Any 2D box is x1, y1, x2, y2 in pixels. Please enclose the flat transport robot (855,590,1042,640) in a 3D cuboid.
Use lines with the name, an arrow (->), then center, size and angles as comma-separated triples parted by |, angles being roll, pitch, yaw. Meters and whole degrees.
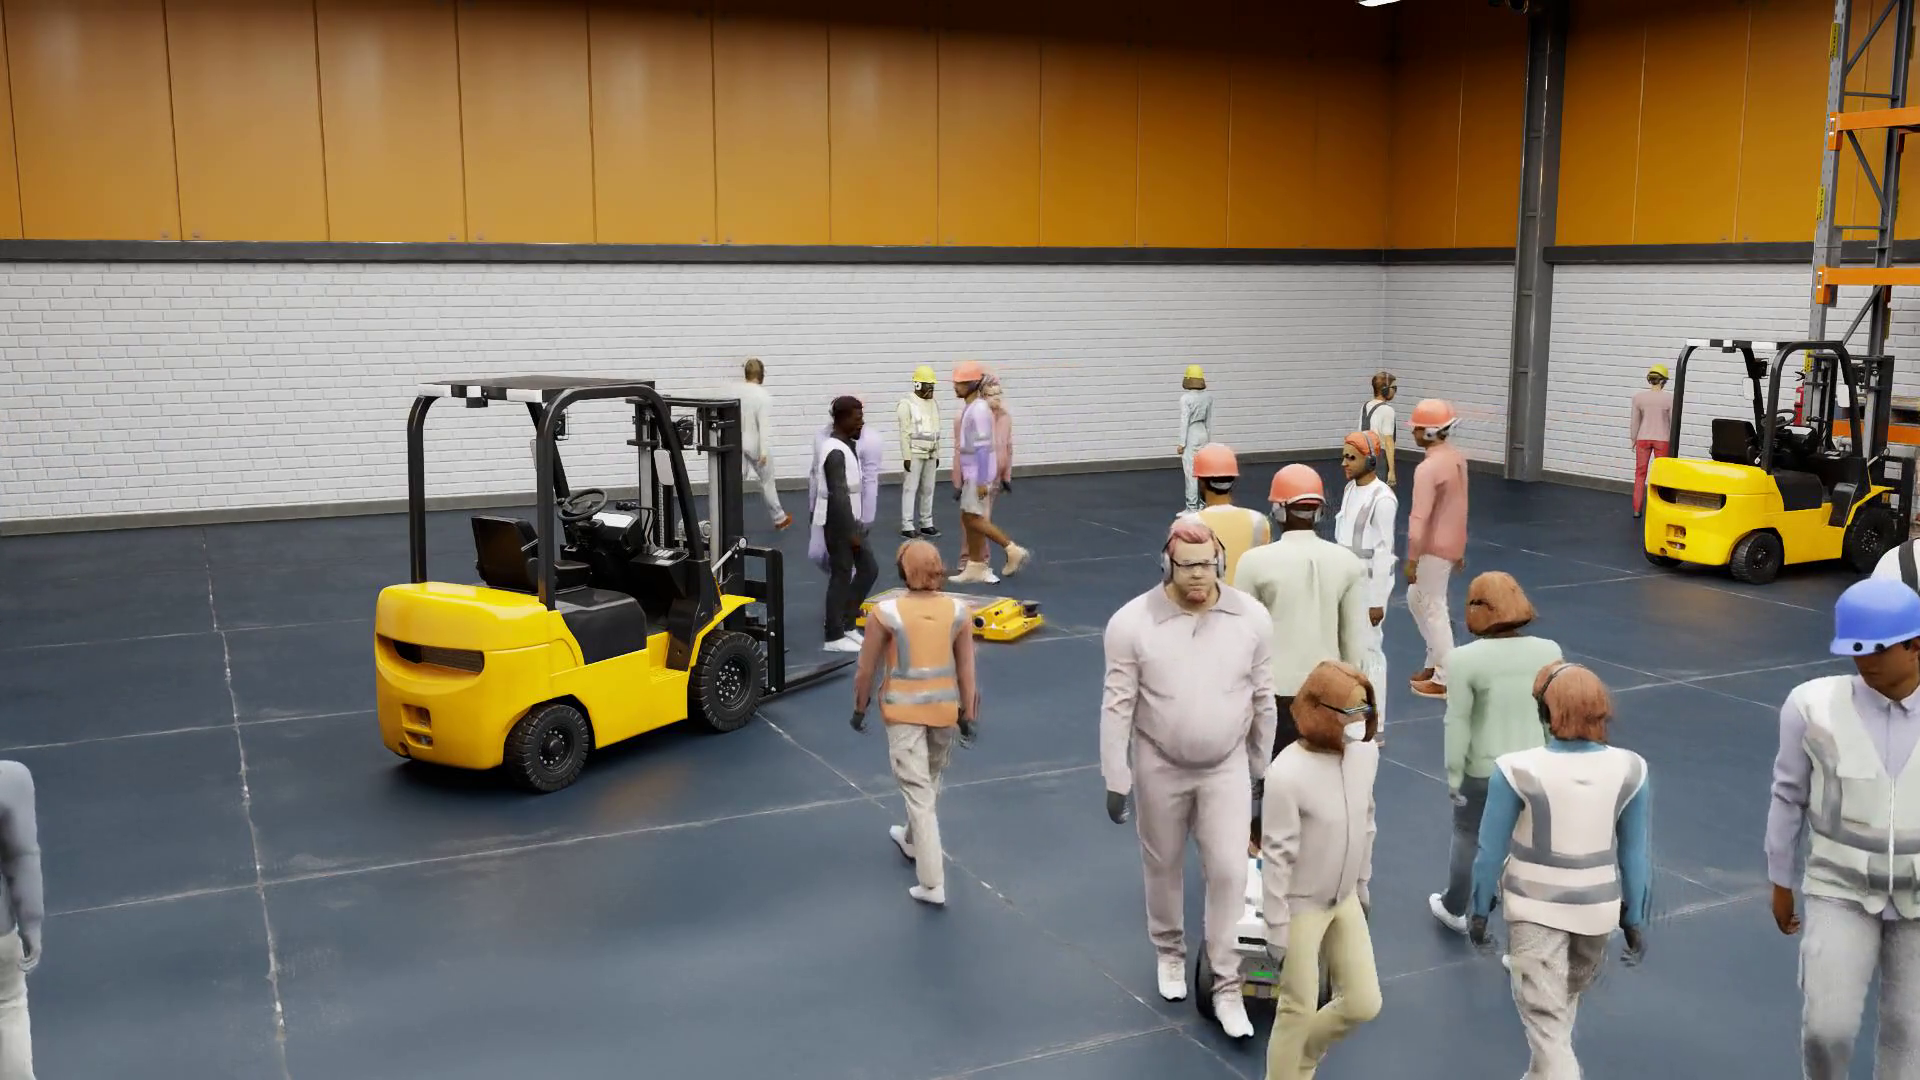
flat transport robot -> -0.142, 0.567, 13.043 | 1.431, 0.197, 0.652 | 4, 10, 24

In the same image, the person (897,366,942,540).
person -> -0.400, -0.912, 17.436 | 0.403, 1.824, 0.598 | 8, 12, 40

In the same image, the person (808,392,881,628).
person -> -0.894, -0.245, 13.149 | 0.675, 1.875, 0.541 | 6, 11, 32

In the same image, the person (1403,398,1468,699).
person -> 3.095, 0.060, 10.918 | 0.551, 1.967, 0.642 | 7, 11, 36

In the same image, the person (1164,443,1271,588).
person -> 1.288, 0.445, 8.694 | 0.558, 1.908, 0.821 | -3, 10, -17

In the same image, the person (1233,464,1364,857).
person -> 1.468, 0.624, 7.541 | 0.611, 1.939, 1.009 | -4, 10, -24

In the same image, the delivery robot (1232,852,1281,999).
delivery robot -> 1.191, 1.446, 6.421 | 0.477, 0.478, 0.707 | 2, 9, 13

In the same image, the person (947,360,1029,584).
person -> 0.214, -0.591, 14.800 | 0.657, 2.028, 0.614 | -1, 9, -8

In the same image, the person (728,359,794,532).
person -> -2.190, -0.970, 17.615 | 0.648, 1.886, 1.049 | 6, 11, 34

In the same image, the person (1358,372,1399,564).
person -> 4.013, -0.692, 15.988 | 0.325, 1.842, 0.517 | -3, 10, -20

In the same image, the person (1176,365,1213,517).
person -> 2.663, -1.125, 18.982 | 0.492, 1.742, 0.324 | -7, 12, -38

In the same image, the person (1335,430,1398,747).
person -> 2.375, 0.287, 9.808 | 0.355, 1.880, 0.577 | -1, 9, -6

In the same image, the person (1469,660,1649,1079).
person -> 1.871, 1.178, 5.147 | 0.526, 1.608, 0.825 | -1, 9, -6

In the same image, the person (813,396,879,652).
person -> -0.810, -0.107, 12.196 | 0.515, 1.897, 0.610 | 1, 9, 6

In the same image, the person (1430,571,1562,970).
person -> 2.172, 0.913, 6.779 | 0.511, 1.597, 0.822 | 0, 9, -1

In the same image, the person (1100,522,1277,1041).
person -> 0.858, 0.877, 6.133 | 0.680, 1.872, 0.853 | 0, 9, 0

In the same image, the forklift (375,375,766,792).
forklift -> -2.268, 0.149, 9.685 | 1.214, 2.155, 2.313 | 6, 11, 32

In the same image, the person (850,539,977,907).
person -> -0.226, 0.792, 7.545 | 0.520, 1.596, 0.853 | -5, 10, -28

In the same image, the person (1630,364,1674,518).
person -> 7.858, -1.107, 18.828 | 0.524, 1.760, 0.327 | 7, 12, 37

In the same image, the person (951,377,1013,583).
person -> 0.192, -0.560, 15.183 | 0.705, 1.857, 0.654 | 8, 12, 41

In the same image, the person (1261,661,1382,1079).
person -> 1.132, 1.159, 5.193 | 0.523, 1.616, 0.338 | -7, 12, -38

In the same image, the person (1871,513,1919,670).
person -> 4.100, 0.684, 6.842 | 0.536, 2.000, 0.675 | -3, 10, -16

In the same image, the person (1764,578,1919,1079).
person -> 2.730, 1.054, 4.900 | 0.643, 1.918, 0.438 | 4, 10, 23

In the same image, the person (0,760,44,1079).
person -> -3.081, 1.180, 5.086 | 0.515, 1.611, 0.661 | -5, 10, -28

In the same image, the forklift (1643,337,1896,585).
forklift -> 7.551, -0.789, 15.507 | 2.313, 2.155, 1.214 | -4, 10, -25
